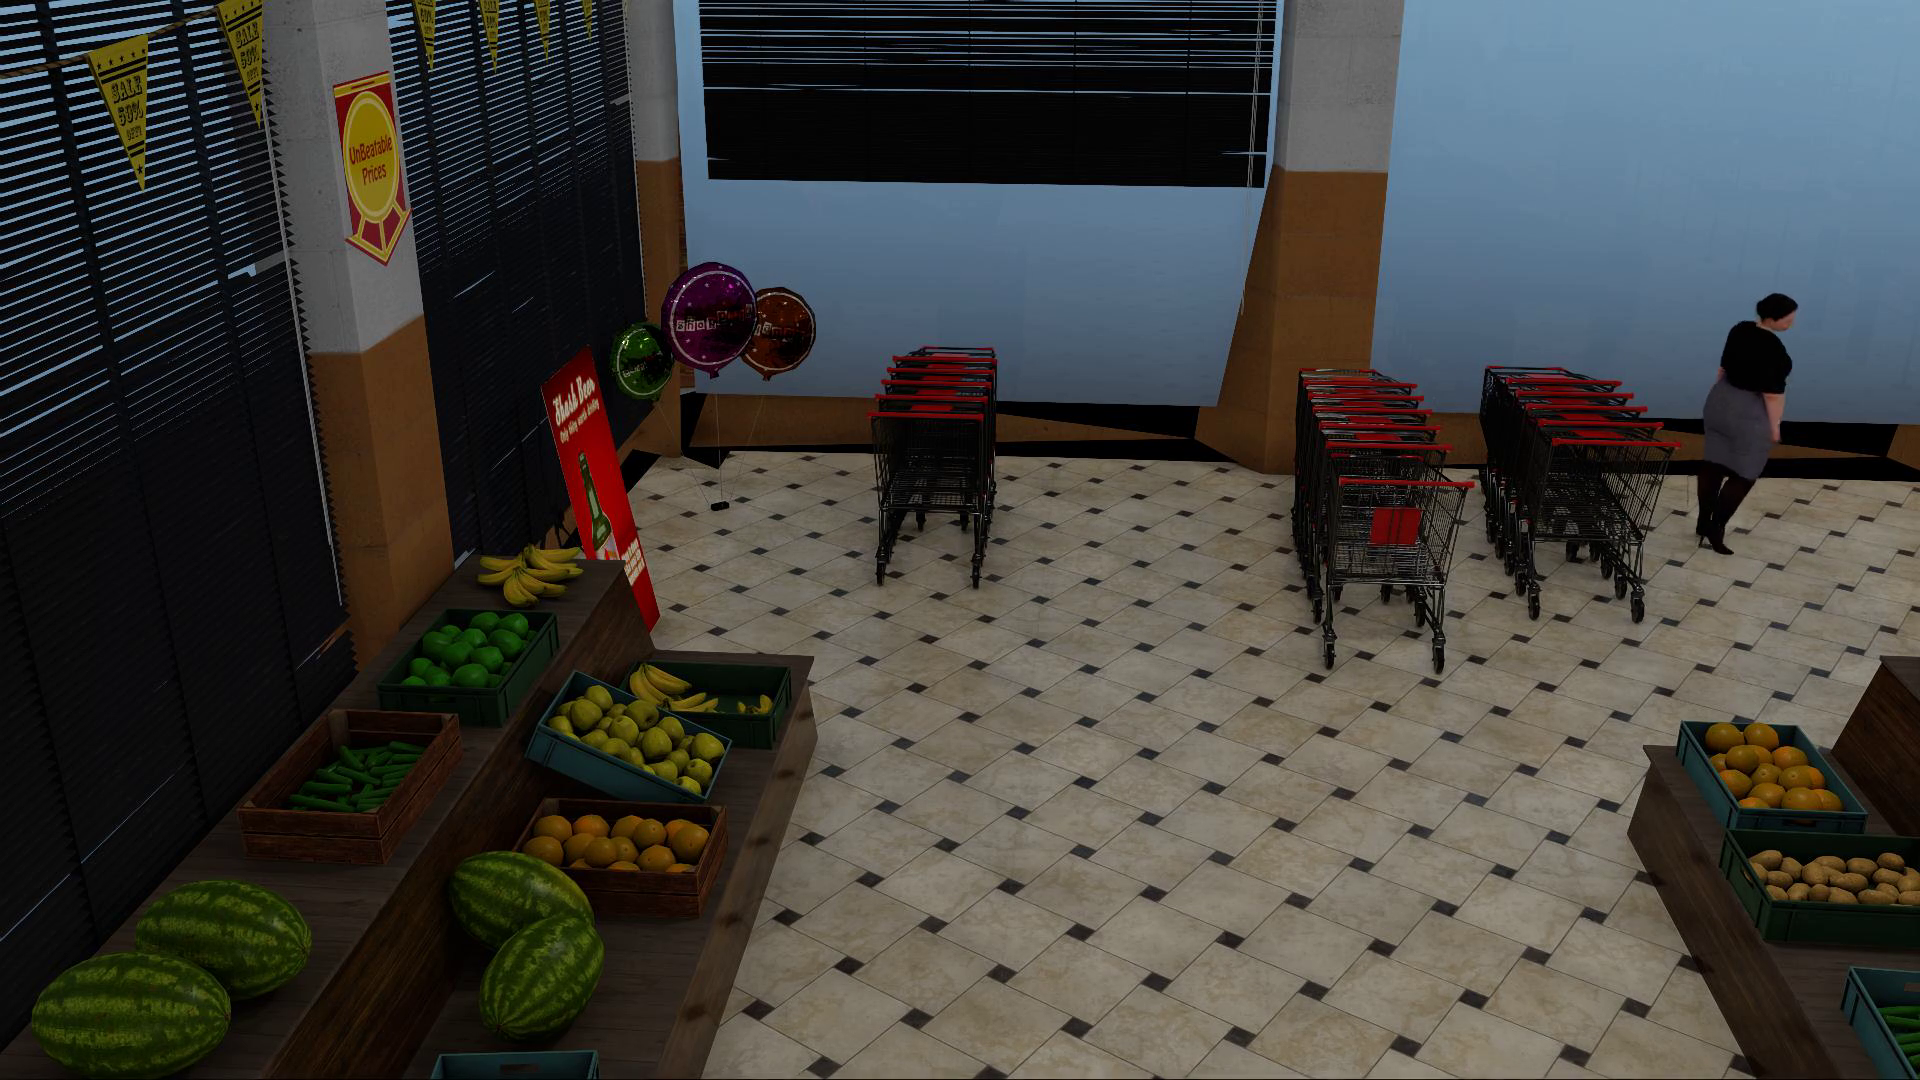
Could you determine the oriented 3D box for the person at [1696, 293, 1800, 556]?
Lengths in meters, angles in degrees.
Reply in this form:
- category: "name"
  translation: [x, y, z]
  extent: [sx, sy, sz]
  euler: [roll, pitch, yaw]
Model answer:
- category: "person"
  translation: [5.018, -0.781, 10.753]
  extent: [0.878, 1.725, 0.747]
  euler: [-11, 25, -26]
